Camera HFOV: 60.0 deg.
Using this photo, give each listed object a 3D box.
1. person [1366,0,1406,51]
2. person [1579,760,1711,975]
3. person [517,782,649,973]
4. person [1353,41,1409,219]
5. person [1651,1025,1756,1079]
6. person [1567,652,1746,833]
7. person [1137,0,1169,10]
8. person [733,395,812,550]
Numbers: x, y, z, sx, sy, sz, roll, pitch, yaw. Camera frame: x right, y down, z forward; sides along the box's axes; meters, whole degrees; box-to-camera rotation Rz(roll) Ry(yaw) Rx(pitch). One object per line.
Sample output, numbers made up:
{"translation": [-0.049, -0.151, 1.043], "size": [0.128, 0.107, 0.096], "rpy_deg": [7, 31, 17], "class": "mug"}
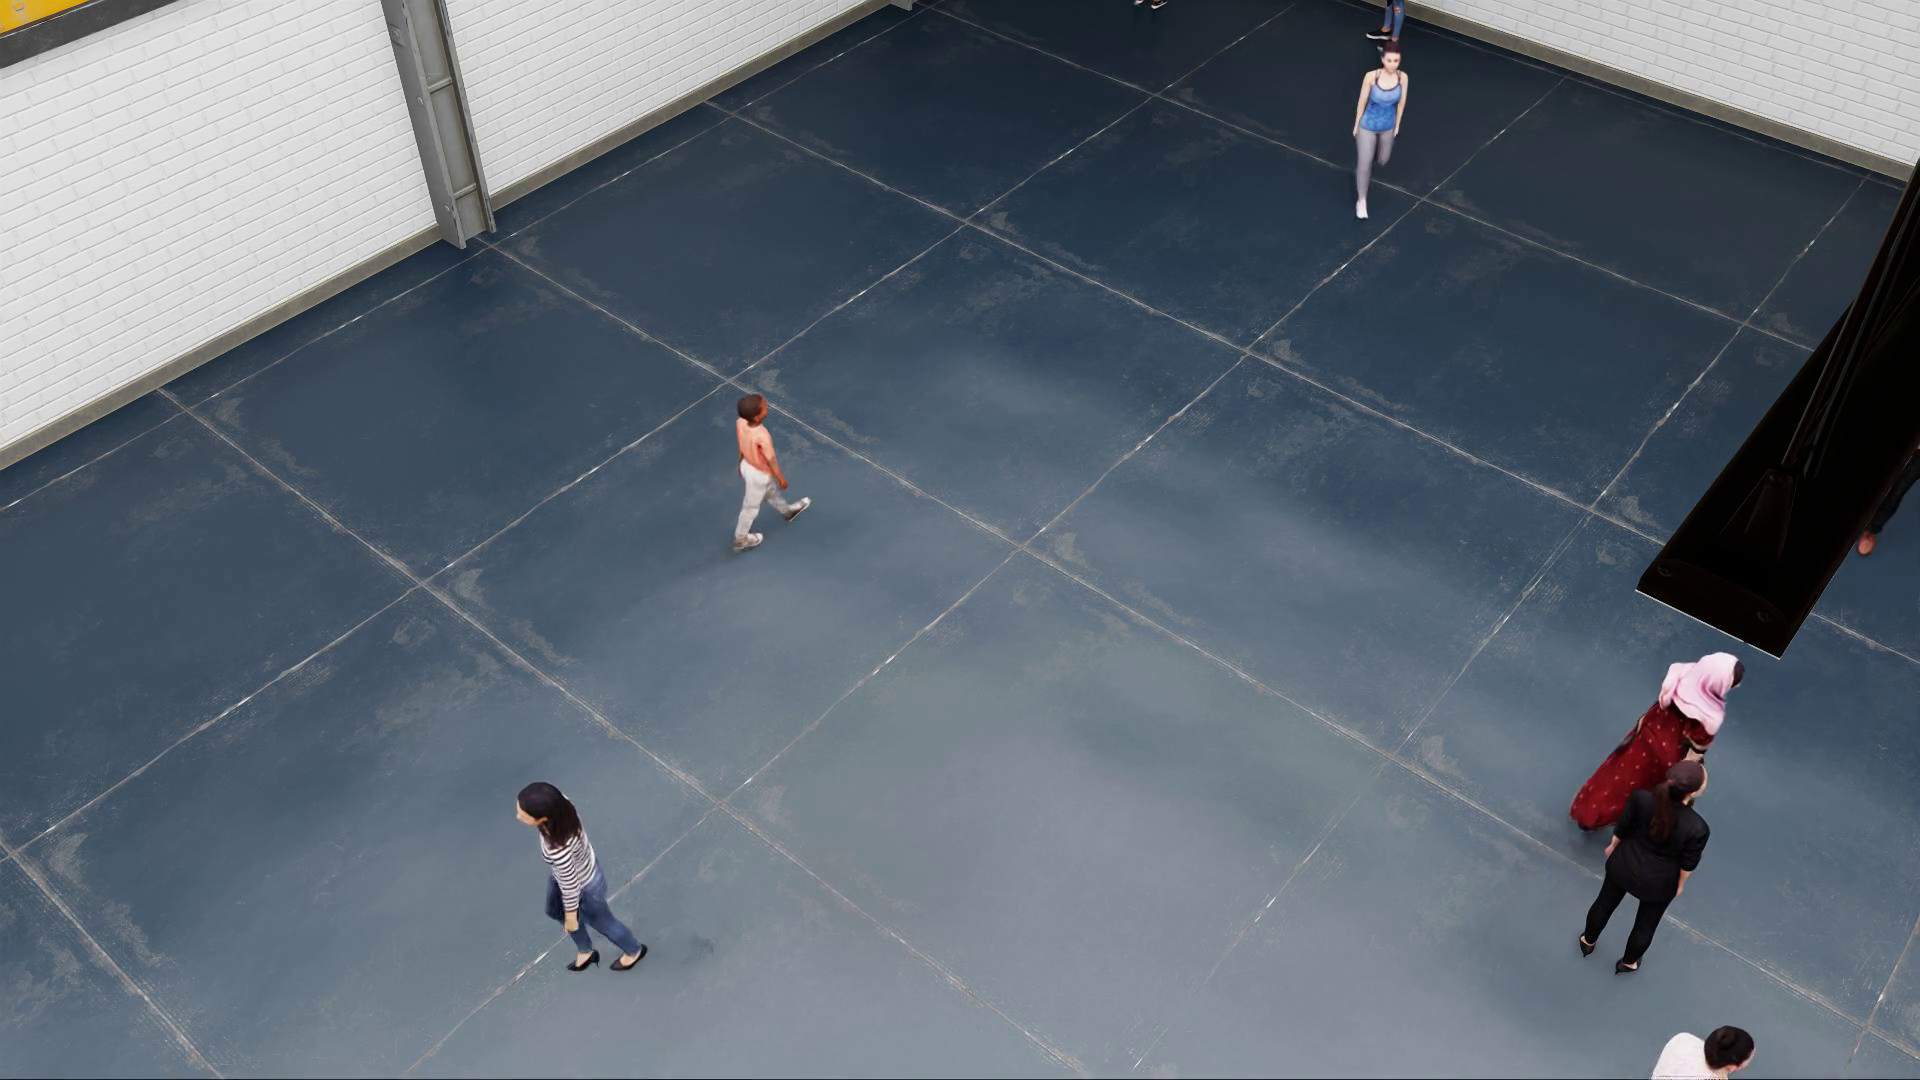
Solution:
{"translation": [4.480, -5.830, 16.899], "size": [0.754, 1.684, 0.718], "rpy_deg": [-8, 44, -9], "class": "person"}
{"translation": [3.671, 1.776, 8.932], "size": [0.596, 1.661, 0.539], "rpy_deg": [32, 52, 29], "class": "person"}
{"translation": [-1.933, 1.812, 8.824], "size": [0.849, 1.758, 0.781], "rpy_deg": [-12, 45, -12], "class": "person"}
{"translation": [3.672, -3.674, 14.701], "size": [0.899, 1.595, 0.988], "rpy_deg": [0, 44, 0], "class": "person"}
{"translation": [3.280, 2.790, 7.814], "size": [0.910, 1.735, 0.852], "rpy_deg": [-4, 44, -4], "class": "person"}
{"translation": [4.028, 1.189, 9.600], "size": [1.117, 1.589, 0.936], "rpy_deg": [-18, 46, -18], "class": "person"}
{"translation": [2.085, -6.393, 17.669], "size": [0.514, 1.438, 0.490], "rpy_deg": [26, 50, 25], "class": "person"}
{"translation": [-1.461, -0.443, 11.539], "size": [0.936, 1.279, 0.652], "rpy_deg": [-26, 49, -24], "class": "person"}
